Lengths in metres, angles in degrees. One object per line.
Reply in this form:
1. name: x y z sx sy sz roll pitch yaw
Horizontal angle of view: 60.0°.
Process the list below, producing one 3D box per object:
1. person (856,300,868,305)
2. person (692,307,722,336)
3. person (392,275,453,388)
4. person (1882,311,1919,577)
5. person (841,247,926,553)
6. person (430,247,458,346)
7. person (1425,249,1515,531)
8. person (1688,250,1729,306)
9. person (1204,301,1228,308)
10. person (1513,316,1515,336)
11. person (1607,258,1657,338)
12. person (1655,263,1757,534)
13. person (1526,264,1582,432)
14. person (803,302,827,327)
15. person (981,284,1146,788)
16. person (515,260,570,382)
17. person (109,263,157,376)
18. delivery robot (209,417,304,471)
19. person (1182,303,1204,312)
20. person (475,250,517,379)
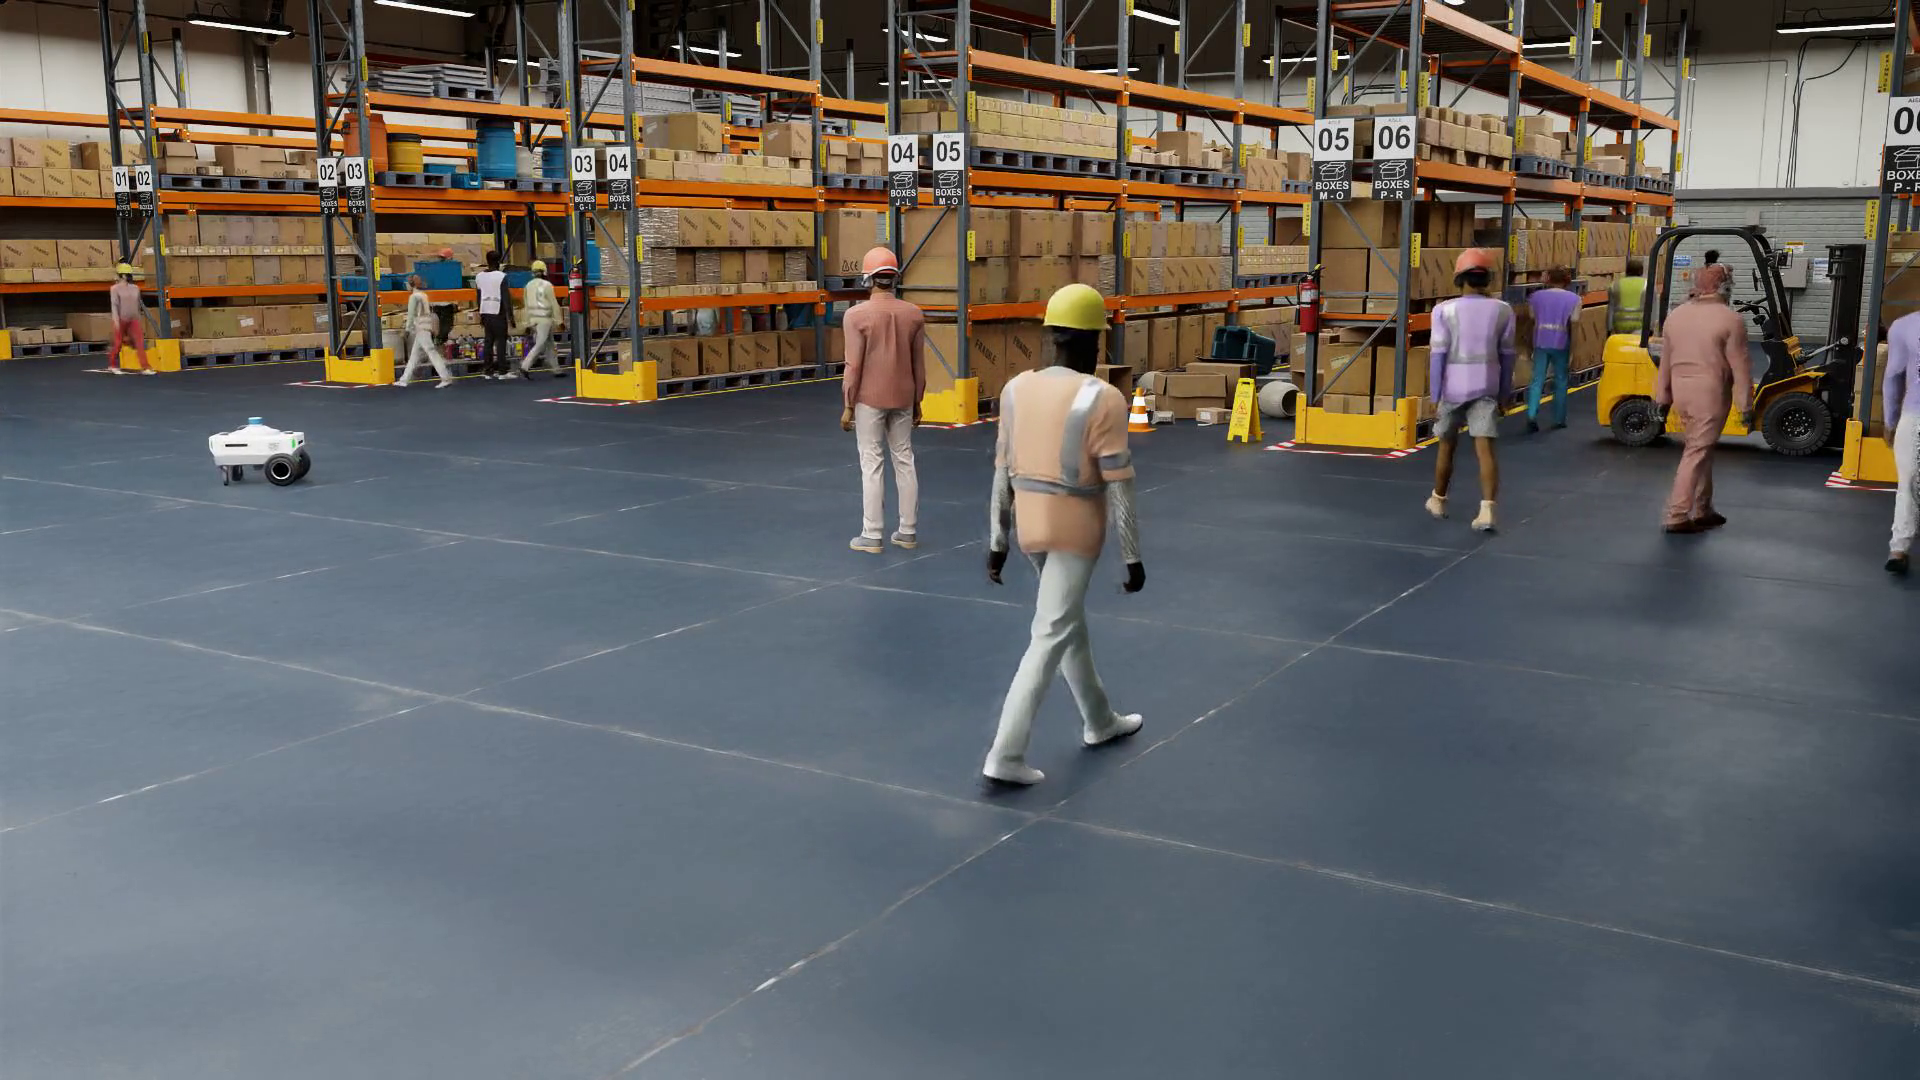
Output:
1. person: -2.172 -5.571 37.246 0.550 1.915 0.697 7 12 33
2. person: -3.925 -3.397 25.586 0.493 1.727 0.641 6 12 29
3. person: -7.534 -2.906 23.238 0.885 1.580 0.598 0 10 0
4. person: 5.910 -0.708 10.069 0.652 1.887 1.005 7 12 35
5. person: -0.512 -0.916 10.946 0.622 1.992 0.394 -7 12 -34
6. person: -9.222 -4.218 29.534 0.656 1.962 0.759 4 11 21
7. person: 3.653 -1.079 11.908 0.635 1.989 1.067 0 10 -1
8. person: 12.087 -3.713 26.871 0.618 1.907 1.020 4 11 23
9. person: 4.609 -4.180 29.630 0.524 1.854 0.423 6 12 30
10. person: 11.501 -5.182 34.850 0.623 1.989 0.400 -3 11 -17
11. person: 9.054 -2.882 22.463 0.631 1.826 0.678 6 12 29
12. person: 5.290 -0.981 11.623 0.802 1.874 0.665 -4 11 -21
13. person: 6.365 -2.065 17.914 0.580 1.813 0.923 7 12 33
14. person: -2.760 -4.527 31.724 0.522 1.808 0.945 6 12 29
15. person: 0.397 -0.028 6.325 1.008 1.875 0.607 -9 14 -42
16. person: -6.197 -3.221 24.461 0.904 1.785 0.601 -10 14 -44
17. person: -12.789 -3.381 25.518 0.917 1.726 0.534 5 11 27
18. delivery robot: -5.925 -0.790 14.011 0.707 0.478 0.477 -2 10 -9
19. person: 4.716 -5.068 34.076 0.695 2.000 1.011 2 10 13
20. person: -6.915 -3.344 24.801 0.664 1.918 0.449 5 11 25
